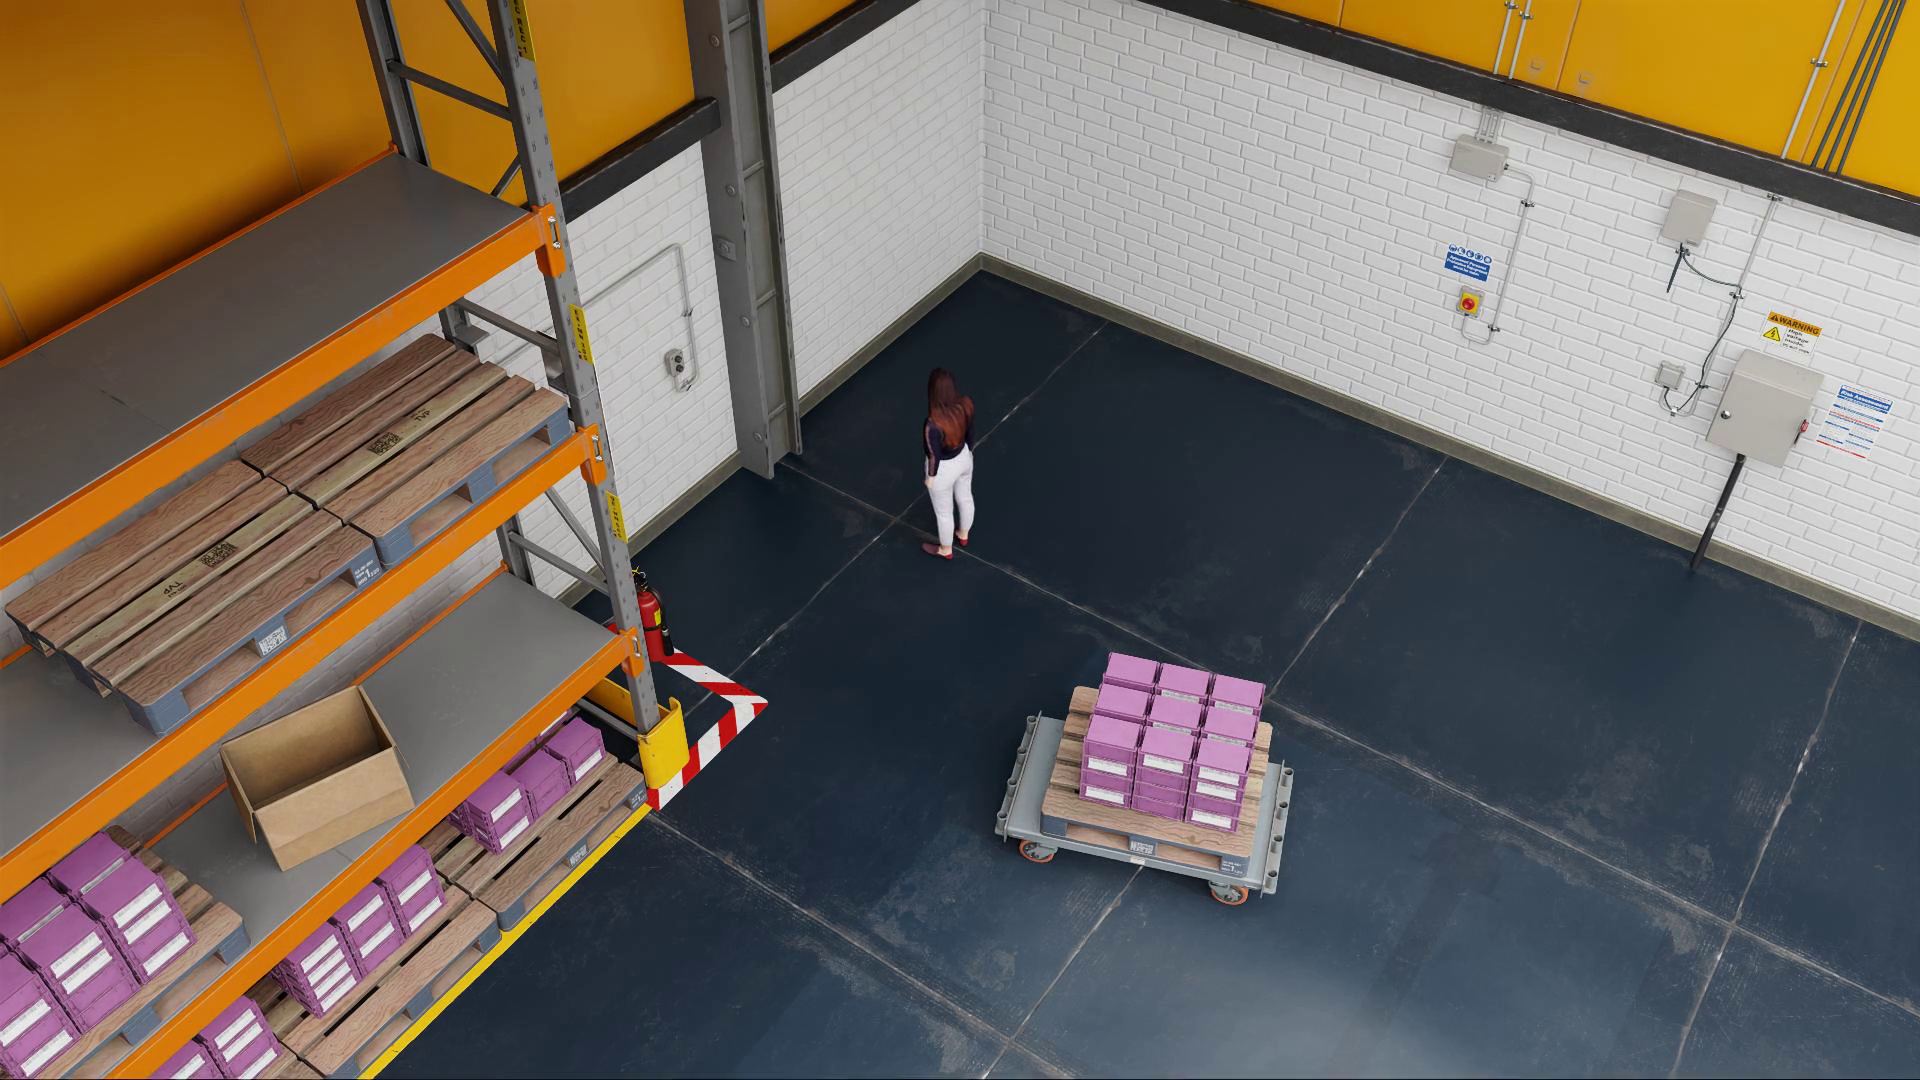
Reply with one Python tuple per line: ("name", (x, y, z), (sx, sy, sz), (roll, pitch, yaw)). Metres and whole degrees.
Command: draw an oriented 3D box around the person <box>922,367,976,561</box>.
("person", (-0.086, -0.518, 11.293), (0.683, 1.606, 0.511), (33, 53, 30))
